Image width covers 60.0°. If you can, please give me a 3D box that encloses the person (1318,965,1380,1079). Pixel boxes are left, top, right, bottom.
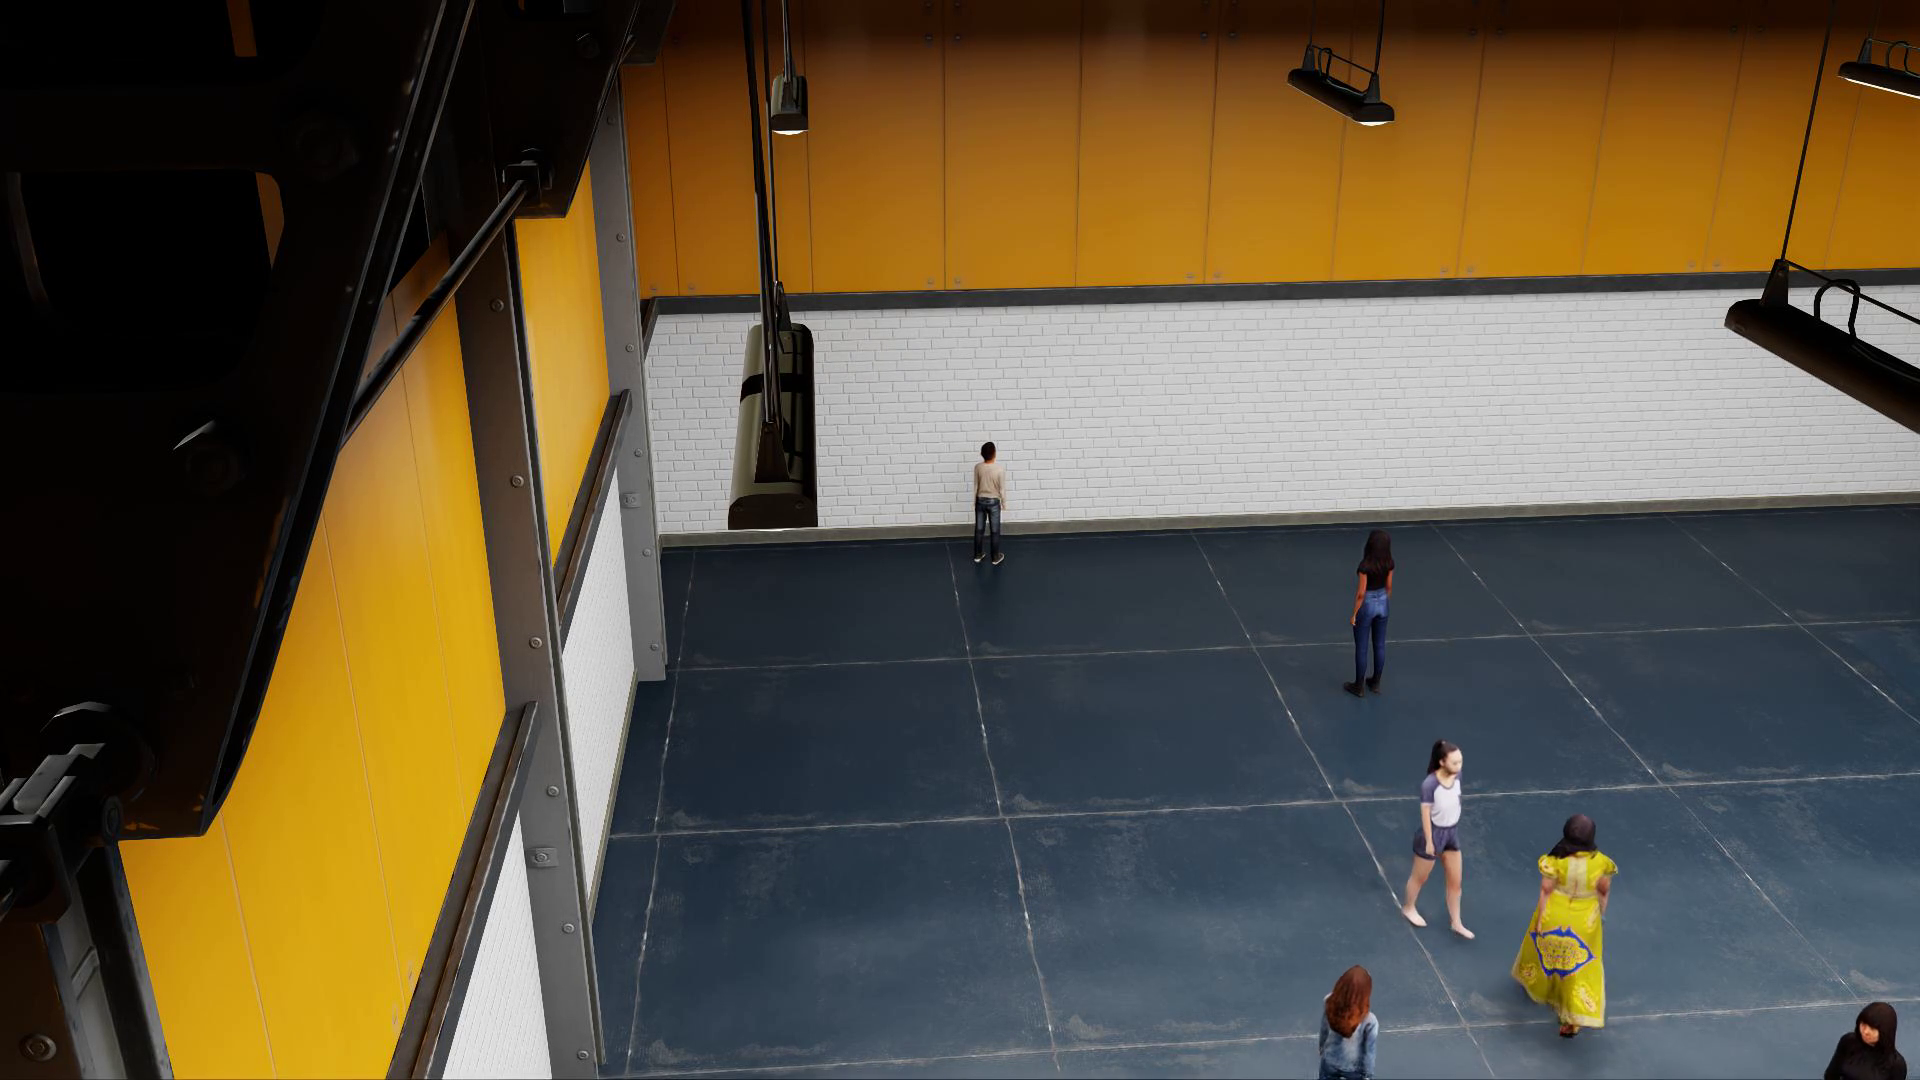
[{"bbox_3d":[2.402,3.349,10.568,0.904,1.459,0.976,18,29,35],"label":"person"}]

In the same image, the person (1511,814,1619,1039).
[{"bbox_3d":[4.307,2.744,11.742,0.926,1.626,1.175,4,24,10],"label":"person"}]

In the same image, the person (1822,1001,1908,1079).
[{"bbox_3d":[5.507,3.460,10.108,0.820,1.623,0.765,-15,28,-31],"label":"person"}]

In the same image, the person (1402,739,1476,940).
[{"bbox_3d":[3.611,2.267,12.829,0.799,1.631,0.931,-13,27,-27],"label":"person"}]

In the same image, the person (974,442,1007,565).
[{"bbox_3d":[0.319,-0.429,19.210,0.599,1.460,0.602,7,24,15],"label":"person"}]

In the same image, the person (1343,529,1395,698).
[{"bbox_3d":[4.030,0.704,16.268,0.627,1.739,0.612,-9,25,-20],"label":"person"}]
